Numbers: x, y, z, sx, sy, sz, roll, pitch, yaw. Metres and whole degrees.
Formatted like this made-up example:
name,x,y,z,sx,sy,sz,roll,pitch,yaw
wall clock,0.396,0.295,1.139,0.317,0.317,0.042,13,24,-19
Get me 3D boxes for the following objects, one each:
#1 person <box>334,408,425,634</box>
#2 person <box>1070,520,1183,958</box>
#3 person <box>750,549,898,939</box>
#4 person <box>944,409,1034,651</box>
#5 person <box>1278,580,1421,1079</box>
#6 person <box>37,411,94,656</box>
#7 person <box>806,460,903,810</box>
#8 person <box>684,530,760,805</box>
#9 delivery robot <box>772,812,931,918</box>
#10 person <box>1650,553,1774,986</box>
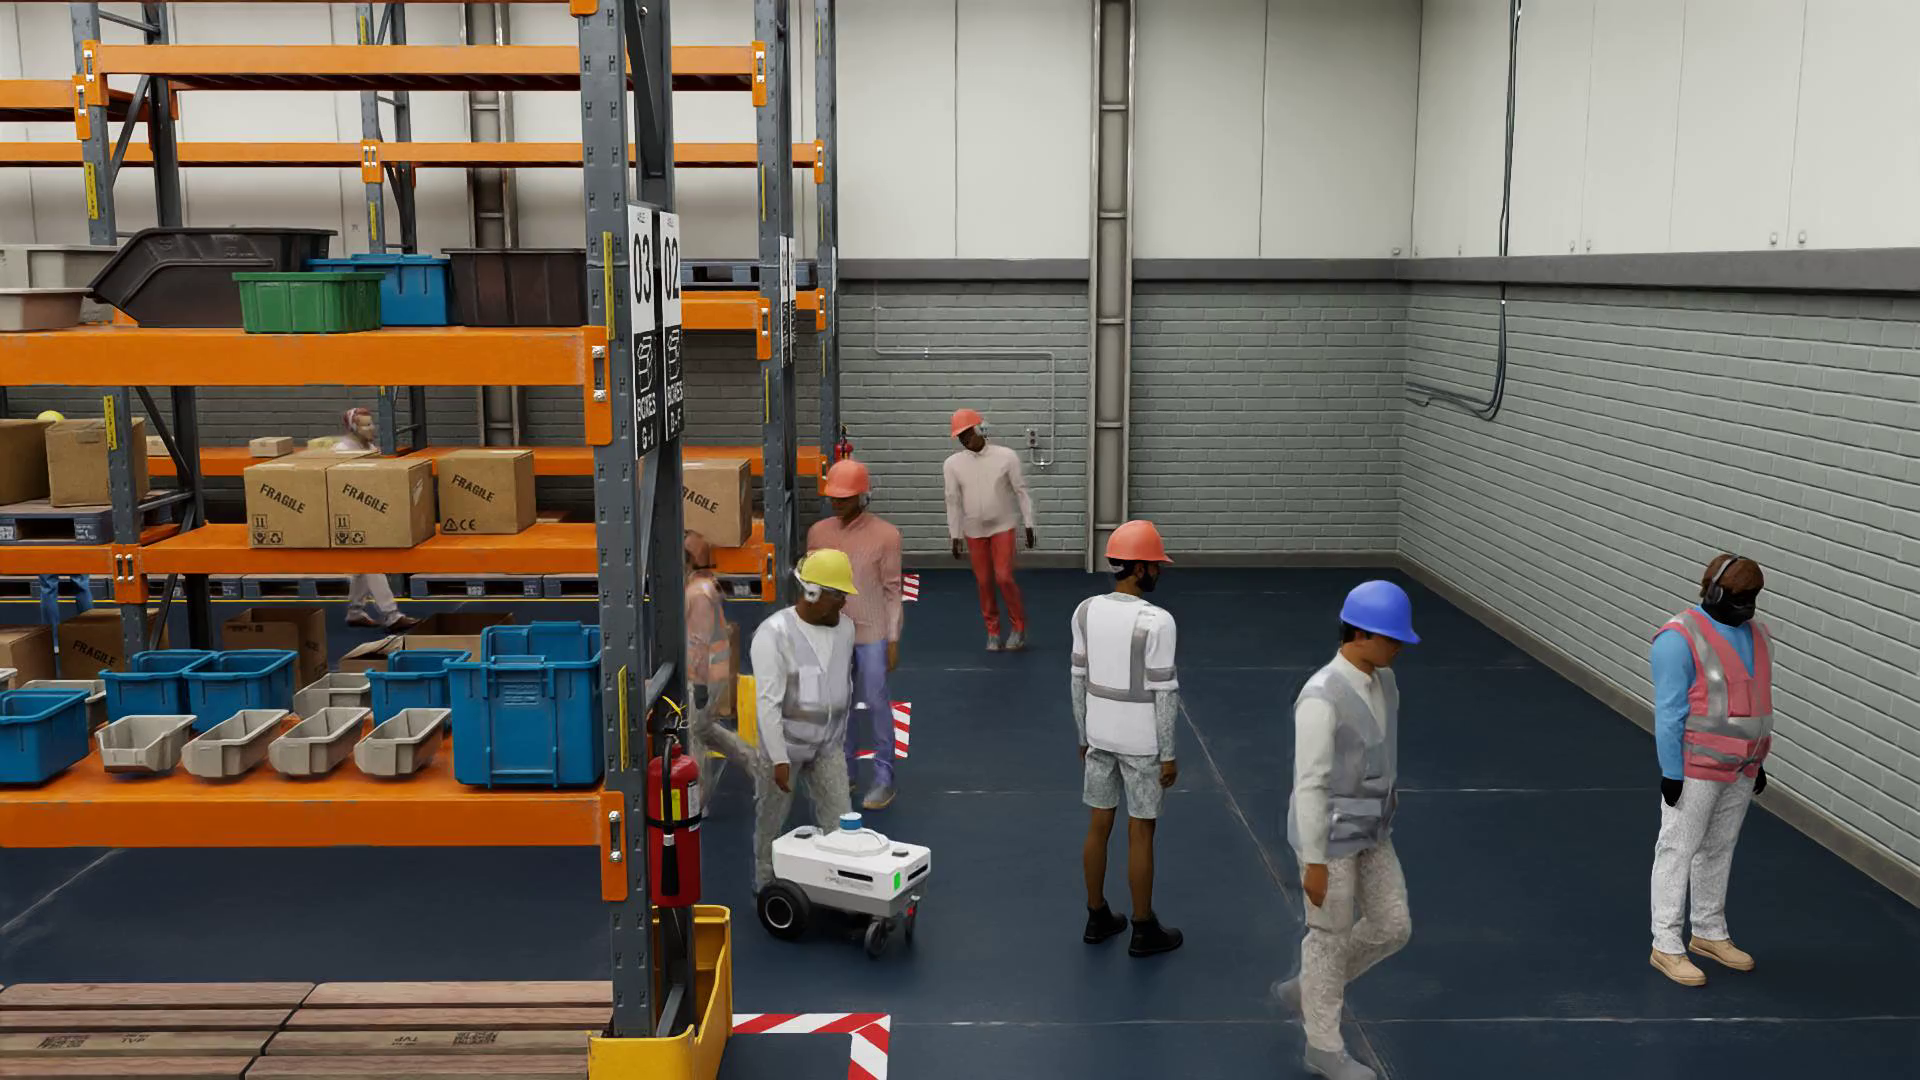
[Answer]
name,x,y,z,sx,sy,sz,roll,pitch,yaw
person,-4.858,-0.163,13.908,0.789,1.877,0.675,1,9,4
person,0.749,0.874,7.394,0.546,1.934,0.376,9,13,43
person,-0.651,0.933,7.524,0.623,1.762,0.920,-8,12,-39
person,0.226,-0.067,13.157,0.707,1.939,0.465,2,9,10
person,1.427,1.086,6.113,0.478,1.920,0.646,8,12,40
person,-7.105,-0.055,13.110,0.592,1.925,0.385,-5,10,-26
person,-0.608,0.531,9.386,0.616,1.978,0.469,4,10,25
person,-1.364,0.739,9.177,0.627,1.614,0.535,-2,10,-14
delivery robot,-0.494,1.485,7.575,0.707,0.478,0.477,5,10,27
person,3.234,0.967,7.128,0.621,1.838,0.429,-5,10,-28
